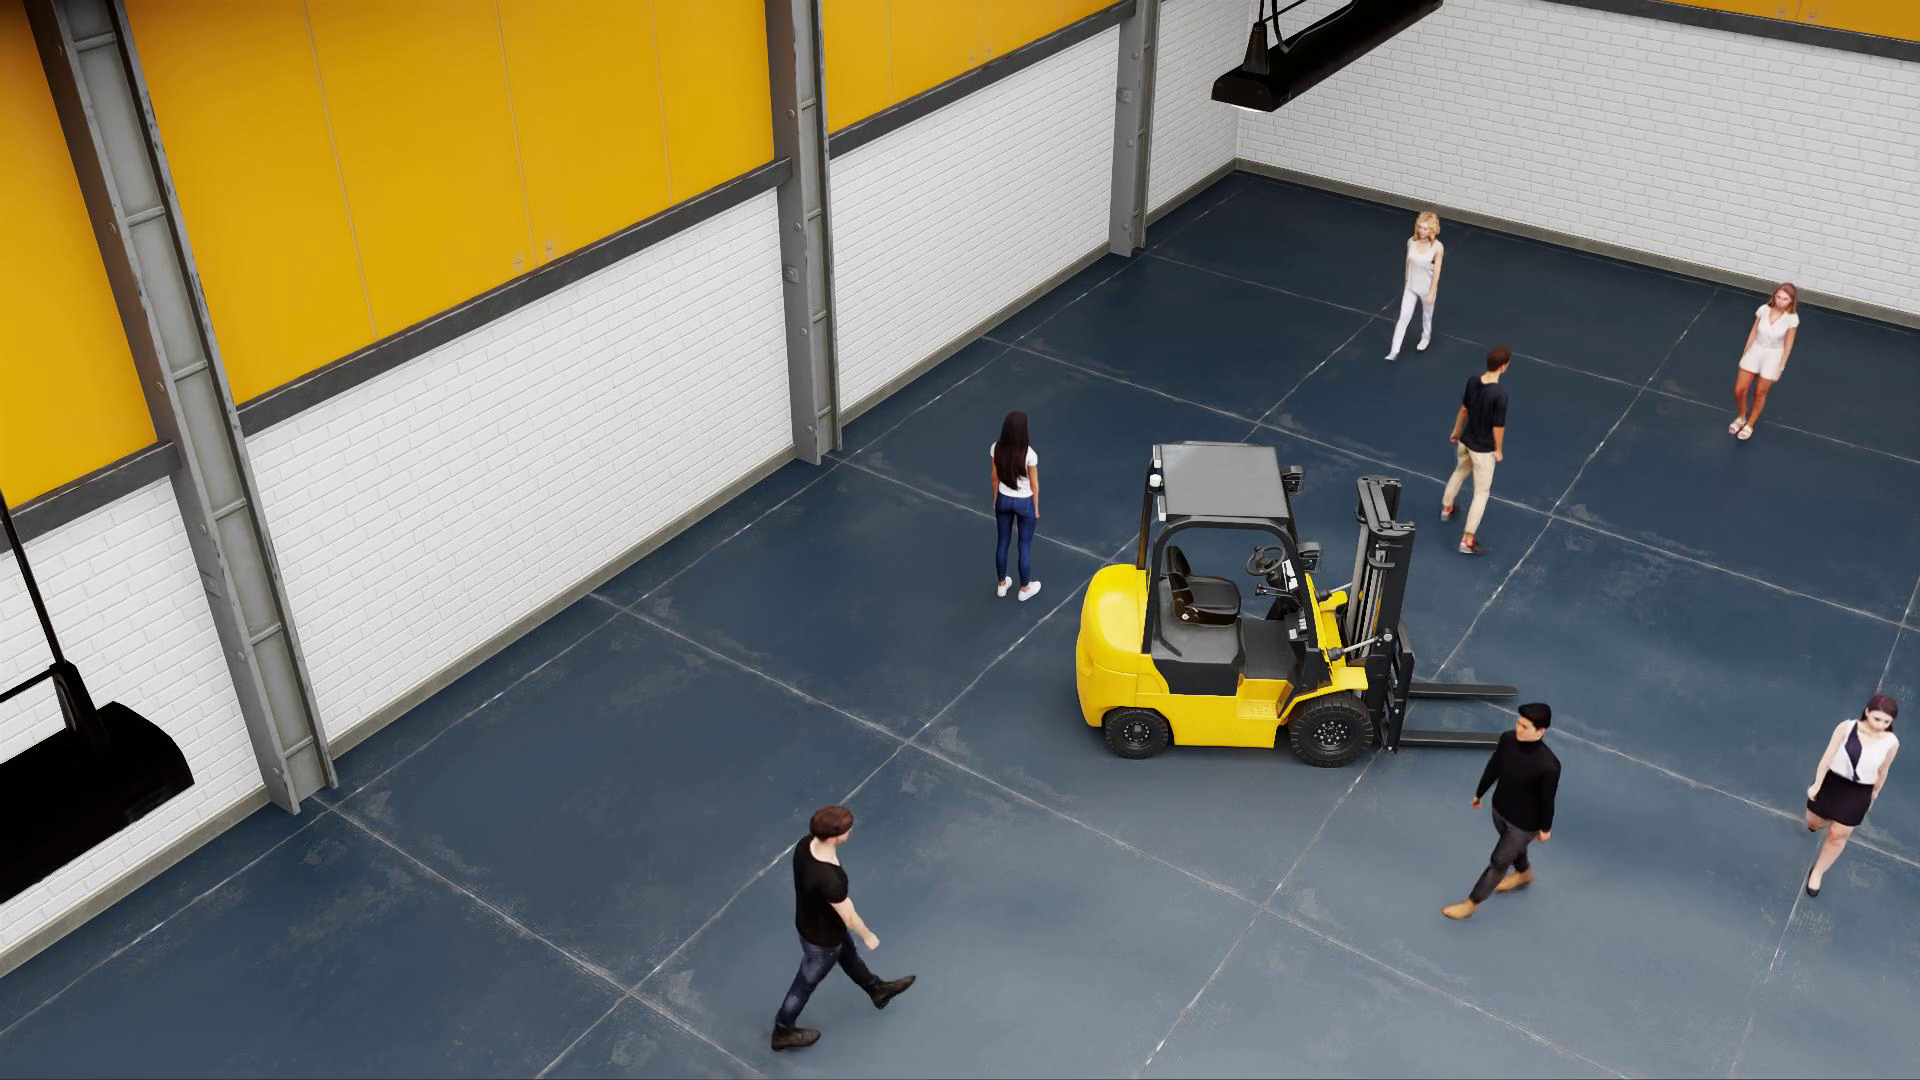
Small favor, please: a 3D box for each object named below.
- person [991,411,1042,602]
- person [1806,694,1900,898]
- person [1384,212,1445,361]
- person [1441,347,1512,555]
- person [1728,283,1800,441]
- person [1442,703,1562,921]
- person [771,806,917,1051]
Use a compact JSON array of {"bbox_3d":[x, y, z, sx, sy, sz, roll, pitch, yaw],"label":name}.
[{"bbox_3d":[0.459,-0.283,13.877,0.610,1.776,0.551,16,37,23],"label":"person"},{"bbox_3d":[5.900,1.638,11.116,0.648,1.633,0.887,15,36,21],"label":"person"},{"bbox_3d":[4.954,-2.712,17.662,0.629,1.632,1.056,23,40,30],"label":"person"},{"bbox_3d":[4.542,-0.841,14.676,1.018,1.821,1.040,-14,36,-20],"label":"person"},{"bbox_3d":[7.866,-1.766,16.196,0.622,1.680,0.638,28,42,35],"label":"person"},{"bbox_3d":[3.707,1.743,10.912,1.180,1.685,1.026,-13,36,-18],"label":"person"},{"bbox_3d":[-0.908,2.356,9.845,1.280,1.845,1.127,-12,35,-17],"label":"person"}]
